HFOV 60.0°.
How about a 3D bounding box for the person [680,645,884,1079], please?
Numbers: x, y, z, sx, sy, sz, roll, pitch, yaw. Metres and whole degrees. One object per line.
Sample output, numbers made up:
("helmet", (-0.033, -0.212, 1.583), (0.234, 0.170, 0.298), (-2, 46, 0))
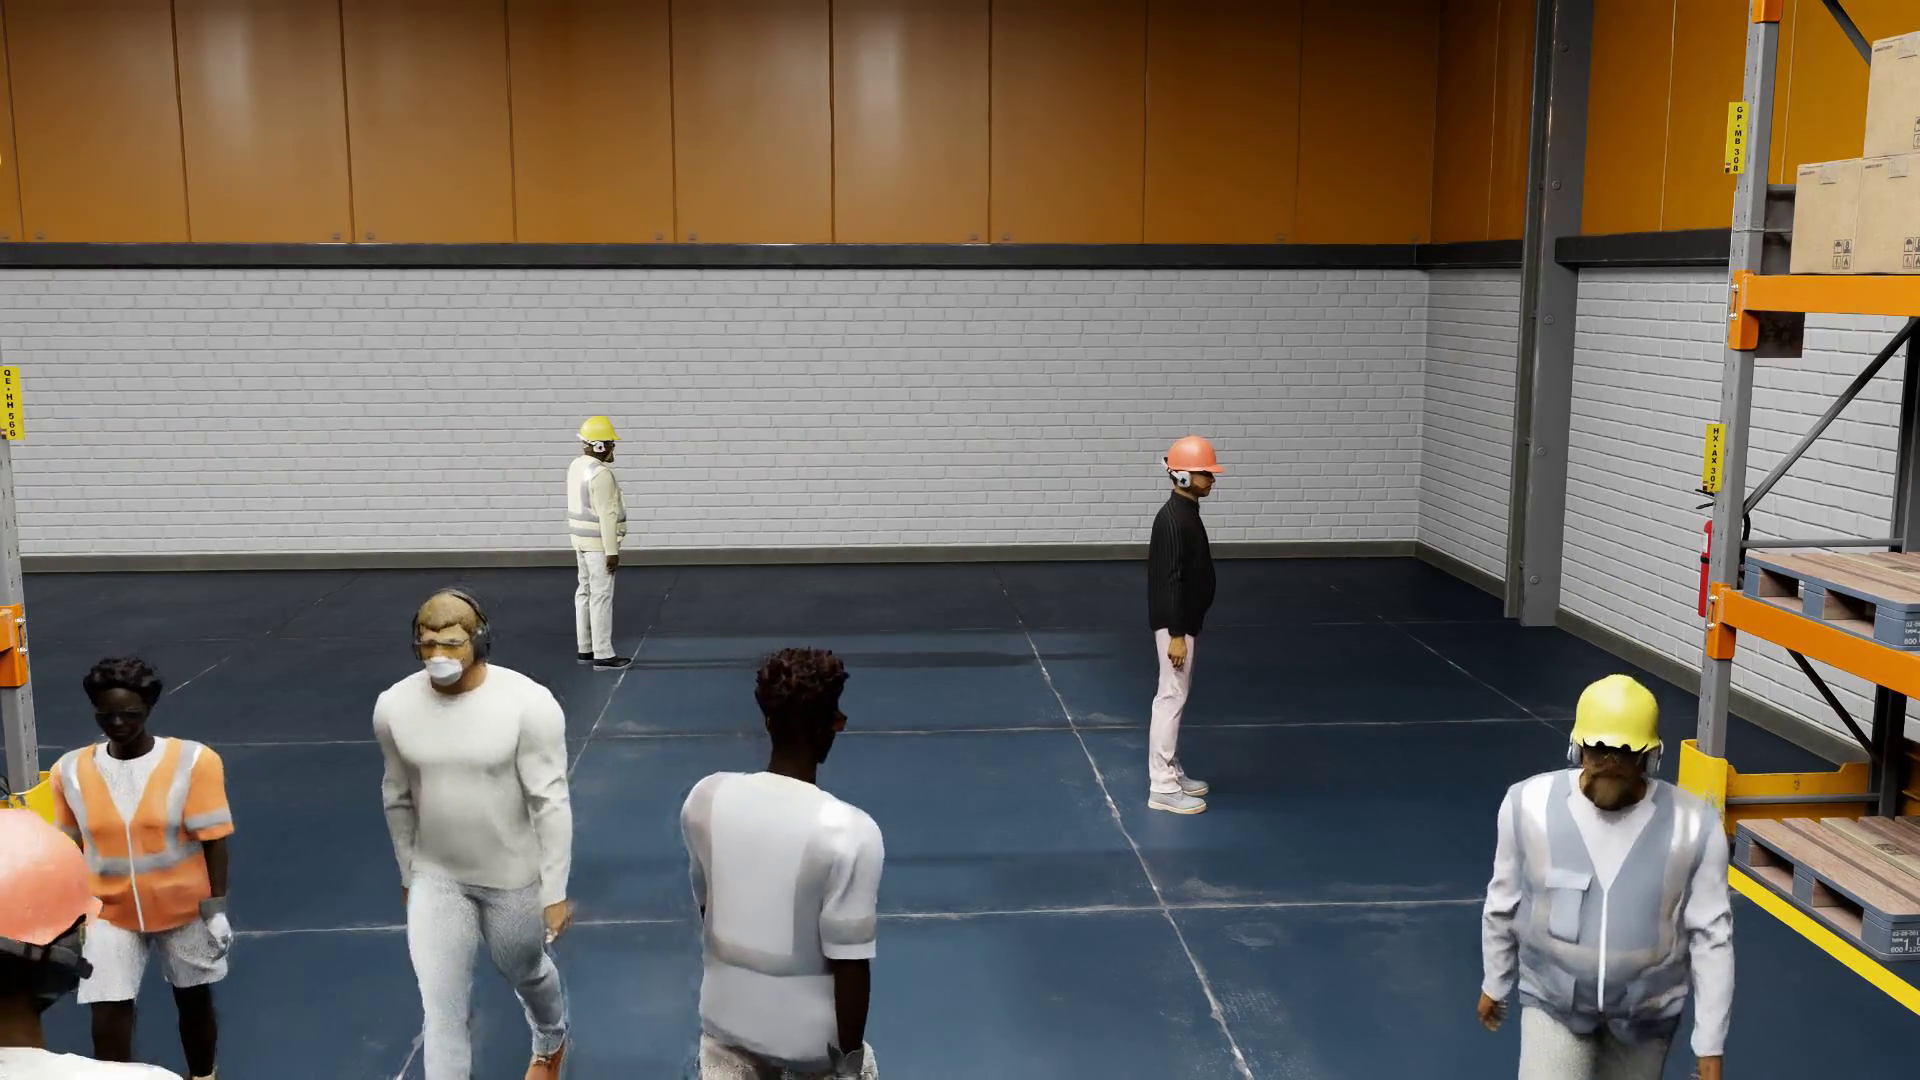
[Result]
("person", (-0.445, 1.212, 4.287), (0.609, 1.913, 1.024), (4, 10, 25))

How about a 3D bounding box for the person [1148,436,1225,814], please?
("person", (1.193, 0.438, 8.853), (0.397, 1.992, 0.623), (2, 9, 13))

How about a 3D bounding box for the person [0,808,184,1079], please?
("person", (-1.433, 1.417, 2.640), (0.621, 2.019, 0.632), (1, 9, 5))

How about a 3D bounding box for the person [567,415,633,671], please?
("person", (-2.602, 0.018, 11.994), (0.403, 1.831, 0.596), (-6, 11, -34))

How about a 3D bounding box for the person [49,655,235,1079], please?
("person", (-2.538, 1.189, 5.168), (0.551, 1.664, 0.810), (-2, 9, -13))

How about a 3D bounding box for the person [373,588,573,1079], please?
("person", (-1.533, 1.052, 5.374), (0.644, 1.888, 1.039), (0, 9, 3))

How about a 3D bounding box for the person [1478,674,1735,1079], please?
("person", (1.697, 1.245, 4.408), (0.637, 1.786, 0.903), (4, 10, 21))
